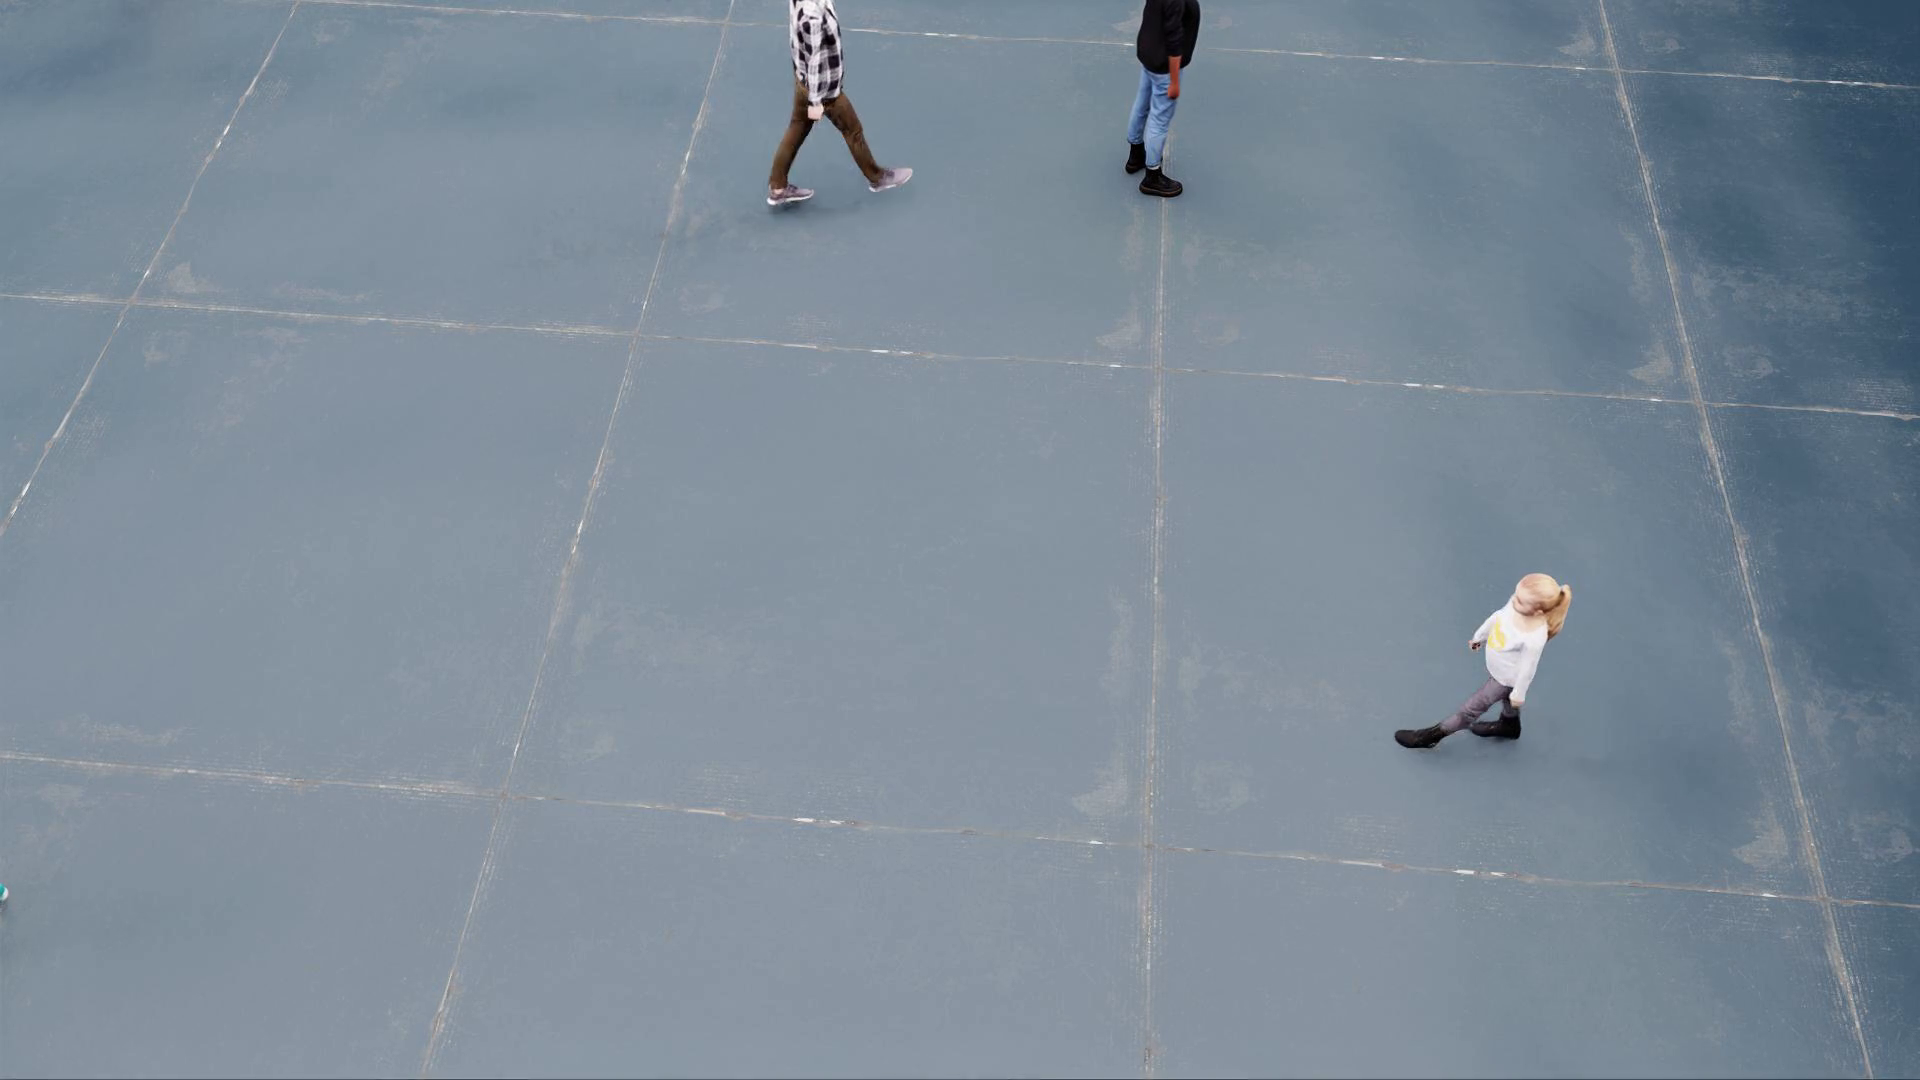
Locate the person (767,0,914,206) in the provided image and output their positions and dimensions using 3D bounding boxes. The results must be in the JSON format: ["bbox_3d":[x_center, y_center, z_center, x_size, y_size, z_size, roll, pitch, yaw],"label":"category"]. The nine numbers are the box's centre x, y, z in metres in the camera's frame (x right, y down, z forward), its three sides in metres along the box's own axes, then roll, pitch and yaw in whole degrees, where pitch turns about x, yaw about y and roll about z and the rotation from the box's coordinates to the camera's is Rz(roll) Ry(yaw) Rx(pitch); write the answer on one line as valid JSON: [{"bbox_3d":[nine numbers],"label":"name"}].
[{"bbox_3d":[-0.895,-2.626,9.555,1.219,1.759,0.908,-12,53,-9],"label":"person"}]

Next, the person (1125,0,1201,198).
[{"bbox_3d":[1.169,-2.788,9.717,0.649,1.701,0.648,-13,53,-10],"label":"person"}]

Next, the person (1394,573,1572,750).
[{"bbox_3d":[2.503,0.567,7.400,0.826,1.256,0.496,3,52,2],"label":"person"}]
